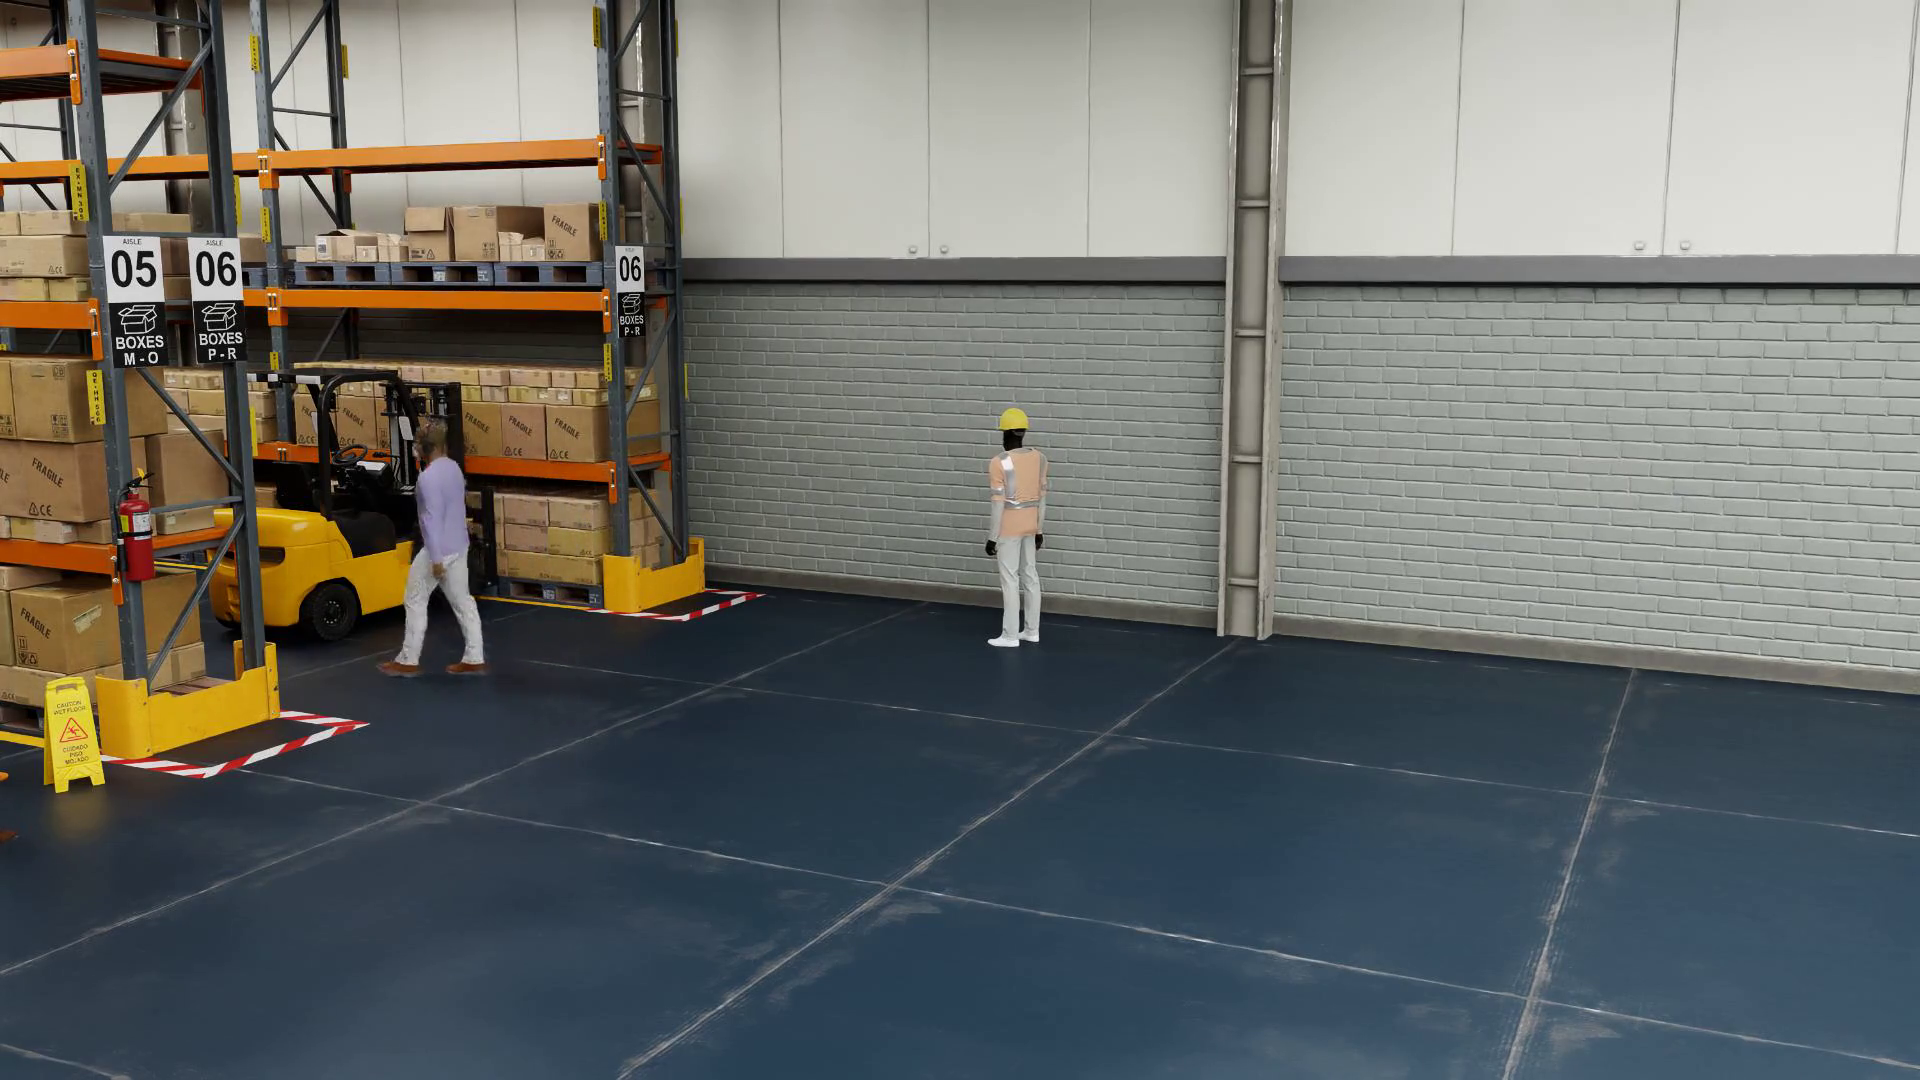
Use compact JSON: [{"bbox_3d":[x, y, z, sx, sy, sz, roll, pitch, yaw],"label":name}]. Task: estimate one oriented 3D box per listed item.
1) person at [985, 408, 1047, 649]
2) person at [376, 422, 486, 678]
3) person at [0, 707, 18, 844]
[{"bbox_3d":[0.435,-0.093,13.342,0.595,1.925,0.375,-8,12,-42],"label":"person"},{"bbox_3d":[-3.961,0.086,12.318,0.893,1.904,0.645,1,9,4],"label":"person"},{"bbox_3d":[-5.247,0.815,8.675,0.501,1.632,0.279,2,10,13],"label":"person"}]
